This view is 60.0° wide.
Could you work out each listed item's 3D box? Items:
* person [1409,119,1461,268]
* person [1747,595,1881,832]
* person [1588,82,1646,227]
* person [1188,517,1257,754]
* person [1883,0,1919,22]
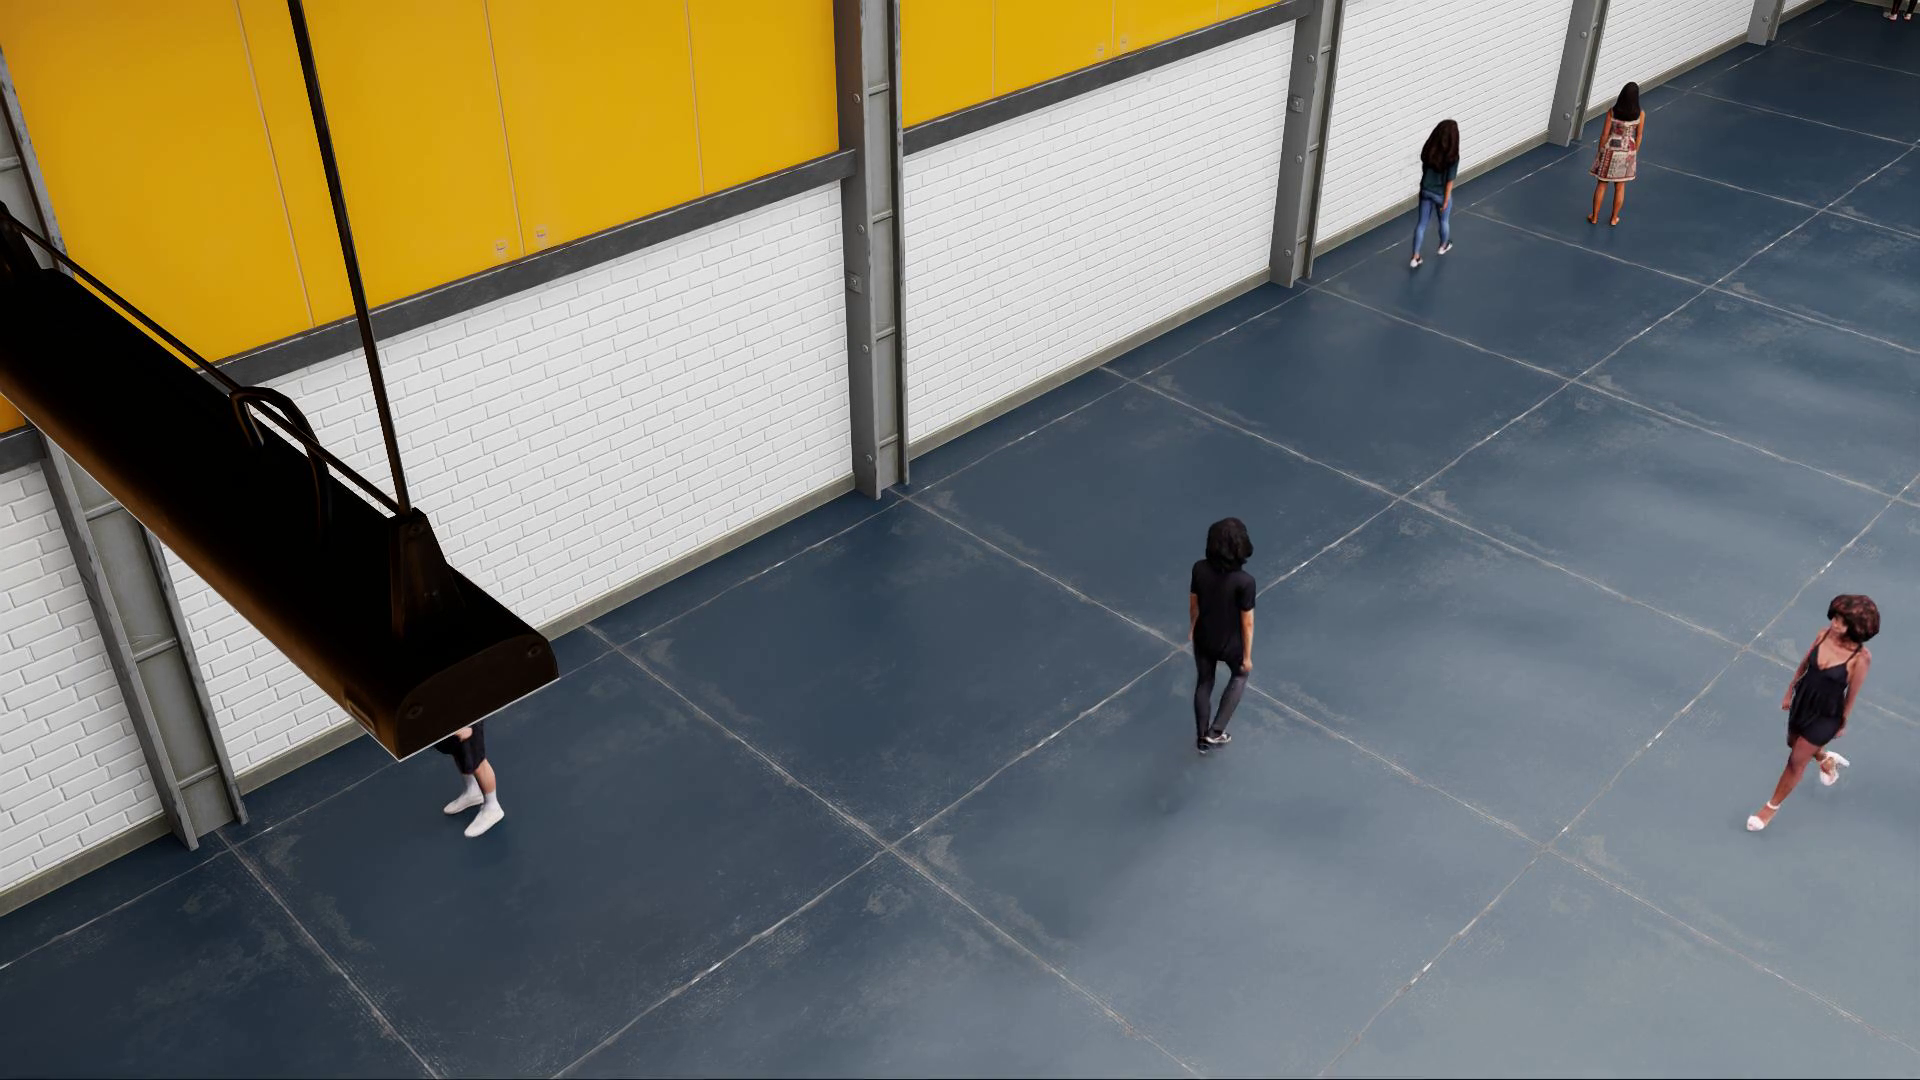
[{"bbox_3d":[5.053,-3.696,17.853,0.674,1.579,0.995,23,40,31],"label":"person"},{"bbox_3d":[5.474,1.073,10.513,1.127,1.763,0.822,-14,36,-20],"label":"person"},{"bbox_3d":[7.435,-4.374,18.813,0.725,1.645,0.717,8,34,12],"label":"person"},{"bbox_3d":[1.682,0.696,11.024,0.722,1.826,0.679,20,39,27],"label":"person"},{"bbox_3d":[14.639,-8.873,25.475,0.716,1.764,0.769,1,34,2],"label":"person"}]
